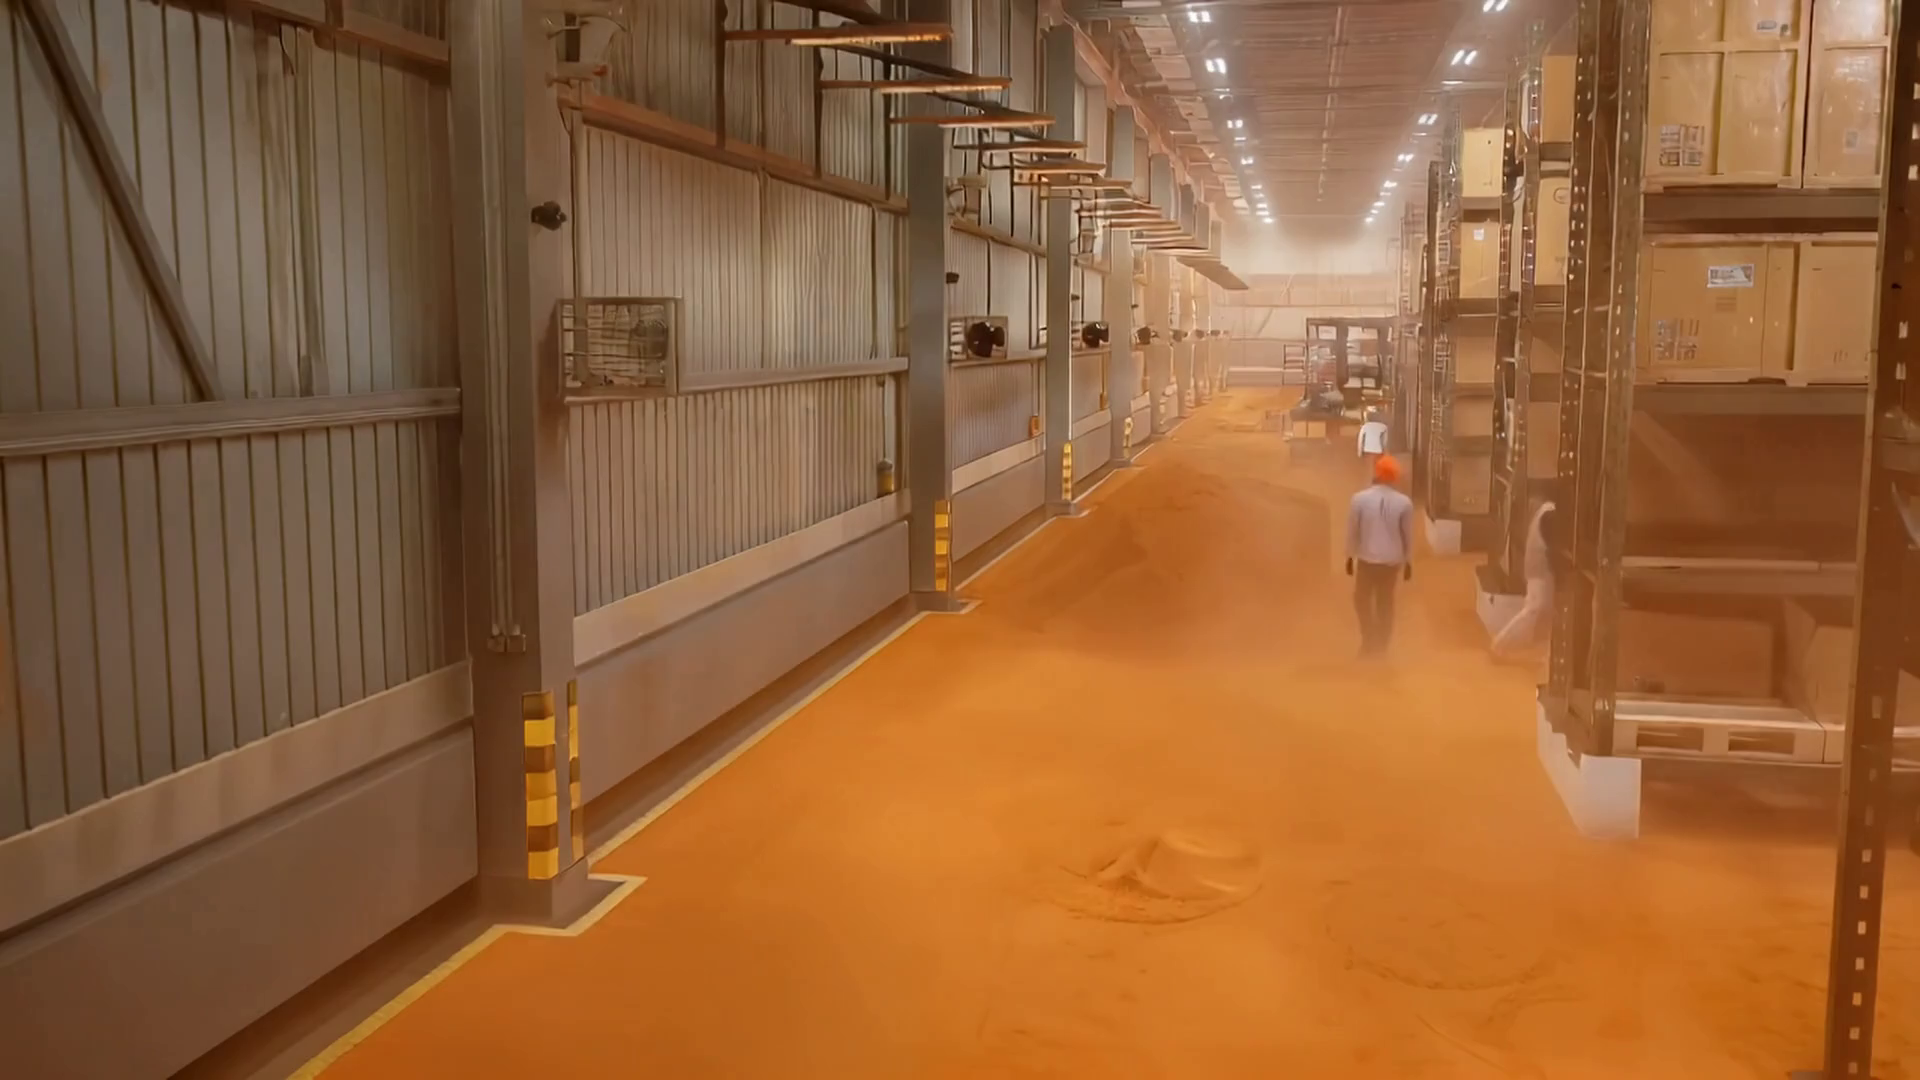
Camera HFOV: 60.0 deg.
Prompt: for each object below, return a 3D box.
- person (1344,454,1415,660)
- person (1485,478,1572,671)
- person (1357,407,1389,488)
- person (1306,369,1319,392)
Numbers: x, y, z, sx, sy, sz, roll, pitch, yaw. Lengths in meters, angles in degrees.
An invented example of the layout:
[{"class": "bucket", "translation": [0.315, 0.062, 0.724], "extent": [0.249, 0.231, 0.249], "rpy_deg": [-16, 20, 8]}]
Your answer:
[{"class": "person", "translation": [3.979, 0.173, 15.724], "extent": [0.639, 1.956, 0.746], "rpy_deg": [0, 7, 1]}, {"class": "person", "translation": [5.309, 0.318, 15.185], "extent": [0.929, 1.791, 0.671], "rpy_deg": [3, 8, 20]}, {"class": "person", "translation": [7.640, -1.592, 30.753], "extent": [0.540, 1.722, 0.909], "rpy_deg": [0, 7, 4]}, {"class": "person", "translation": [12.195, -4.996, 57.478], "extent": [0.563, 1.850, 0.389], "rpy_deg": [-1, 7, -8]}]
